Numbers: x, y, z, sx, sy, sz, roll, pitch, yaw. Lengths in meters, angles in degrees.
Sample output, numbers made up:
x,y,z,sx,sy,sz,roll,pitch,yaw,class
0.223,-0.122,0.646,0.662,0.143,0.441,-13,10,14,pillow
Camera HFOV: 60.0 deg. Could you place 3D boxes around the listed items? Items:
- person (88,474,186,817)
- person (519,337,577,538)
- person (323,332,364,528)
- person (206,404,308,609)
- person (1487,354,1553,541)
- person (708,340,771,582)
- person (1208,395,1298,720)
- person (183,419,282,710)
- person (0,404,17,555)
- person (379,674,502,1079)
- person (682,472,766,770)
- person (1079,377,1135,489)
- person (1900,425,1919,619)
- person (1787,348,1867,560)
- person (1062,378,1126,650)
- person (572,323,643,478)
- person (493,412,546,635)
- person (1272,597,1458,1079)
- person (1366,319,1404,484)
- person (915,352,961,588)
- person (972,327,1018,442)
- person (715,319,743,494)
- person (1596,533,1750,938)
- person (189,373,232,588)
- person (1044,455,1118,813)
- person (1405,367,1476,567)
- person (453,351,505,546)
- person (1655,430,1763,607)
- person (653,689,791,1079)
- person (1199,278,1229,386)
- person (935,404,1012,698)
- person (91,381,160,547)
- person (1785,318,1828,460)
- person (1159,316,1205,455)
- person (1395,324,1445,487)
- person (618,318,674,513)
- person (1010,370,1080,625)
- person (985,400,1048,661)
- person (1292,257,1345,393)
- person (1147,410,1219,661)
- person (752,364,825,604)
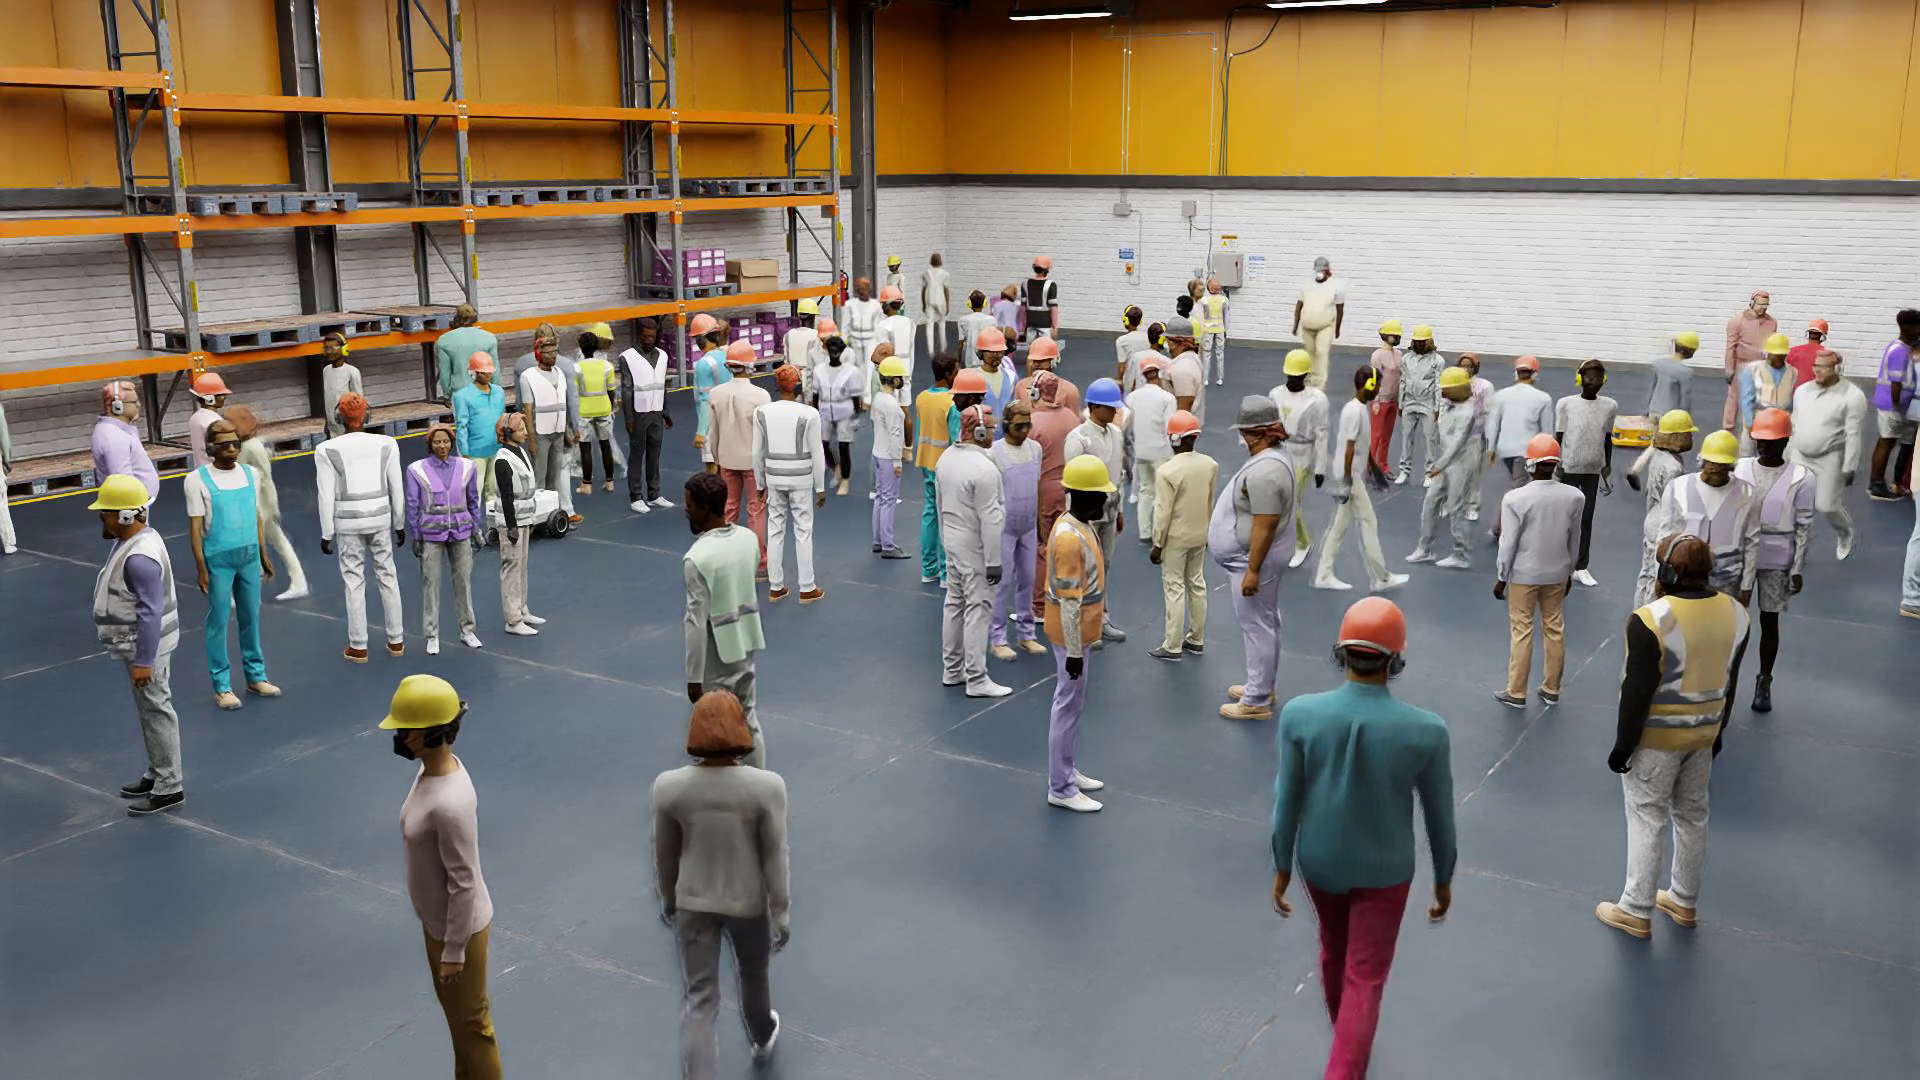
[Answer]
x,y,z,sx,sy,sz,roll,pitch,yaw,class
-4.380,0.550,8.874,0.404,1.833,0.590,-7,15,-29,person
-3.832,-0.964,15.411,0.393,1.847,0.563,6,14,26,person
-5.777,-1.010,15.560,0.538,1.870,0.312,8,15,31,person
-5.537,-0.265,12.937,0.841,1.581,0.521,-9,16,-35,person
5.090,-0.837,15.186,0.872,1.713,0.568,-10,16,-37,person
-1.772,-0.643,13.689,0.612,1.997,0.375,6,14,24,person
1.819,0.095,10.395,0.538,2.000,0.689,4,14,18,person
-4.632,0.145,10.604,0.345,1.847,0.504,9,16,33,person
-8.563,-0.652,14.512,0.522,1.638,0.311,-10,16,-36,person
-1.774,1.312,5.718,0.314,1.768,0.527,-6,14,-26,person
-1.206,0.594,8.525,0.384,1.910,0.596,6,14,25,person
1.242,-0.626,14.473,0.518,1.611,0.694,-4,13,-15,person
7.425,-0.397,12.625,0.379,1.996,0.608,8,15,33,person
7.352,-0.695,14.162,0.702,1.883,0.657,-7,15,-29,person
0.971,-0.190,11.856,0.416,1.940,0.607,11,17,39,person
-3.860,-1.502,18.064,0.905,1.685,0.499,2,13,8,person
-3.264,-0.125,12.228,0.308,1.641,0.514,-1,13,-2,person
1.442,1.164,5.978,0.638,1.948,1.030,6,14,25,person
4.581,-1.486,17.855,0.309,1.769,0.525,13,18,44,person
-0.147,-0.568,13.541,0.392,1.919,0.590,-9,16,-35,person
0.260,-0.808,14.304,0.605,2.045,0.377,-8,15,-31,person
-2.431,-1.338,17.037,0.333,1.844,0.514,6,14,23,person
3.172,0.872,7.461,0.635,1.840,0.429,-5,14,-21,person
-6.035,-0.485,13.534,0.327,1.752,0.563,-10,17,-38,person
0.644,0.489,8.936,0.379,1.925,0.594,2,13,7,person
4.110,-0.612,14.146,0.516,1.717,0.500,-2,13,-8,person
-4.287,-0.834,15.054,0.341,1.749,0.572,8,15,31,person
4.645,0.212,10.370,0.594,1.825,0.403,5,14,22,person
-0.866,1.319,6.088,0.507,1.573,0.884,0,13,1,person
3.862,-3.169,25.431,0.511,1.641,0.307,-3,13,-14,person
0.103,0.067,10.812,0.400,1.907,0.645,-7,15,-28,person
-5.938,-0.189,11.919,0.402,1.906,0.652,-8,15,-30,person
9.291,-1.555,18.218,0.573,1.738,0.352,9,16,34,person
1.979,-1.045,15.339,0.536,2.000,0.681,3,13,13,person
4.882,-1.428,17.678,0.484,1.736,0.342,9,16,34,person
-3.112,-1.244,16.486,0.390,1.913,0.588,9,16,36,person
0.612,-0.321,12.493,0.408,1.906,0.653,11,17,40,person
0.377,-0.068,11.563,0.524,1.834,0.359,-9,16,-35,person
5.271,-3.203,24.698,0.693,2.000,0.838,8,15,32,person
1.536,-0.033,11.578,0.559,1.752,0.325,-11,17,-40,person
-1.330,-0.434,13.031,0.585,1.882,0.340,4,14,16,person
